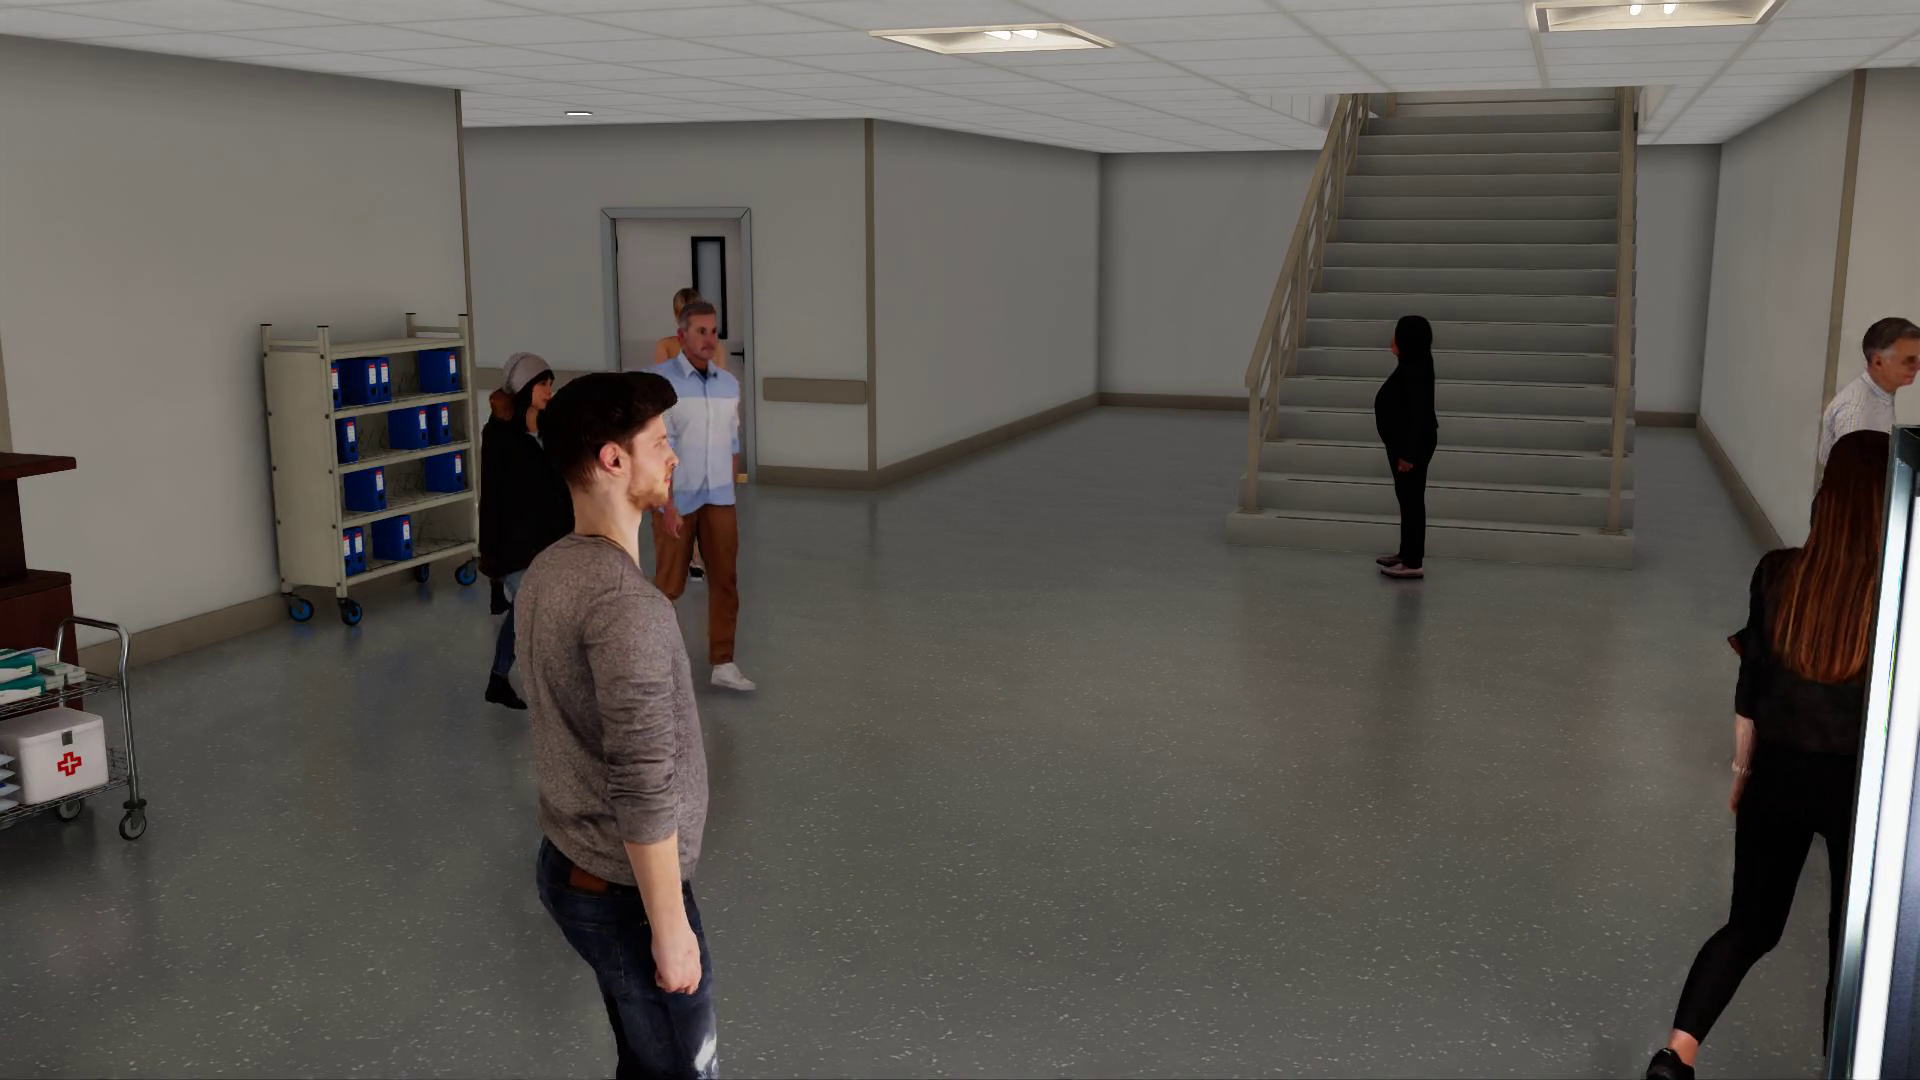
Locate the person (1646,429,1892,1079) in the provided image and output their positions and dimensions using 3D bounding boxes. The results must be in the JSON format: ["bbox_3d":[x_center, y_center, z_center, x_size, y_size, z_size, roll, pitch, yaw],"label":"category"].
[{"bbox_3d":[1.926,0.613,3.807,1.135,1.692,0.964,-8,13,-37],"label":"person"}]

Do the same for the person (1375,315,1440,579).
[{"bbox_3d":[2.791,-0.581,10.298,0.744,1.616,0.605,2,11,11],"label":"person"}]

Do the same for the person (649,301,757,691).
[{"bbox_3d":[-1.302,-0.195,7.787,1.081,1.796,1.056,-8,14,-37],"label":"person"}]

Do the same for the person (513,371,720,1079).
[{"bbox_3d":[-0.696,0.651,3.067,1.091,1.892,1.037,-5,12,-23],"label":"person"}]

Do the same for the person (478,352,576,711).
[{"bbox_3d":[-1.929,0.014,7.226,0.841,1.594,1.044,7,13,32],"label":"person"}]

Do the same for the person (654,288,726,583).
[{"bbox_3d":[-1.603,-0.612,10.041,0.734,1.773,0.763,-2,11,-12],"label":"person"}]

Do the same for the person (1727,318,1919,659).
[{"bbox_3d":[3.756,-0.068,7.172,0.915,1.775,0.991,6,12,29],"label":"person"}]
